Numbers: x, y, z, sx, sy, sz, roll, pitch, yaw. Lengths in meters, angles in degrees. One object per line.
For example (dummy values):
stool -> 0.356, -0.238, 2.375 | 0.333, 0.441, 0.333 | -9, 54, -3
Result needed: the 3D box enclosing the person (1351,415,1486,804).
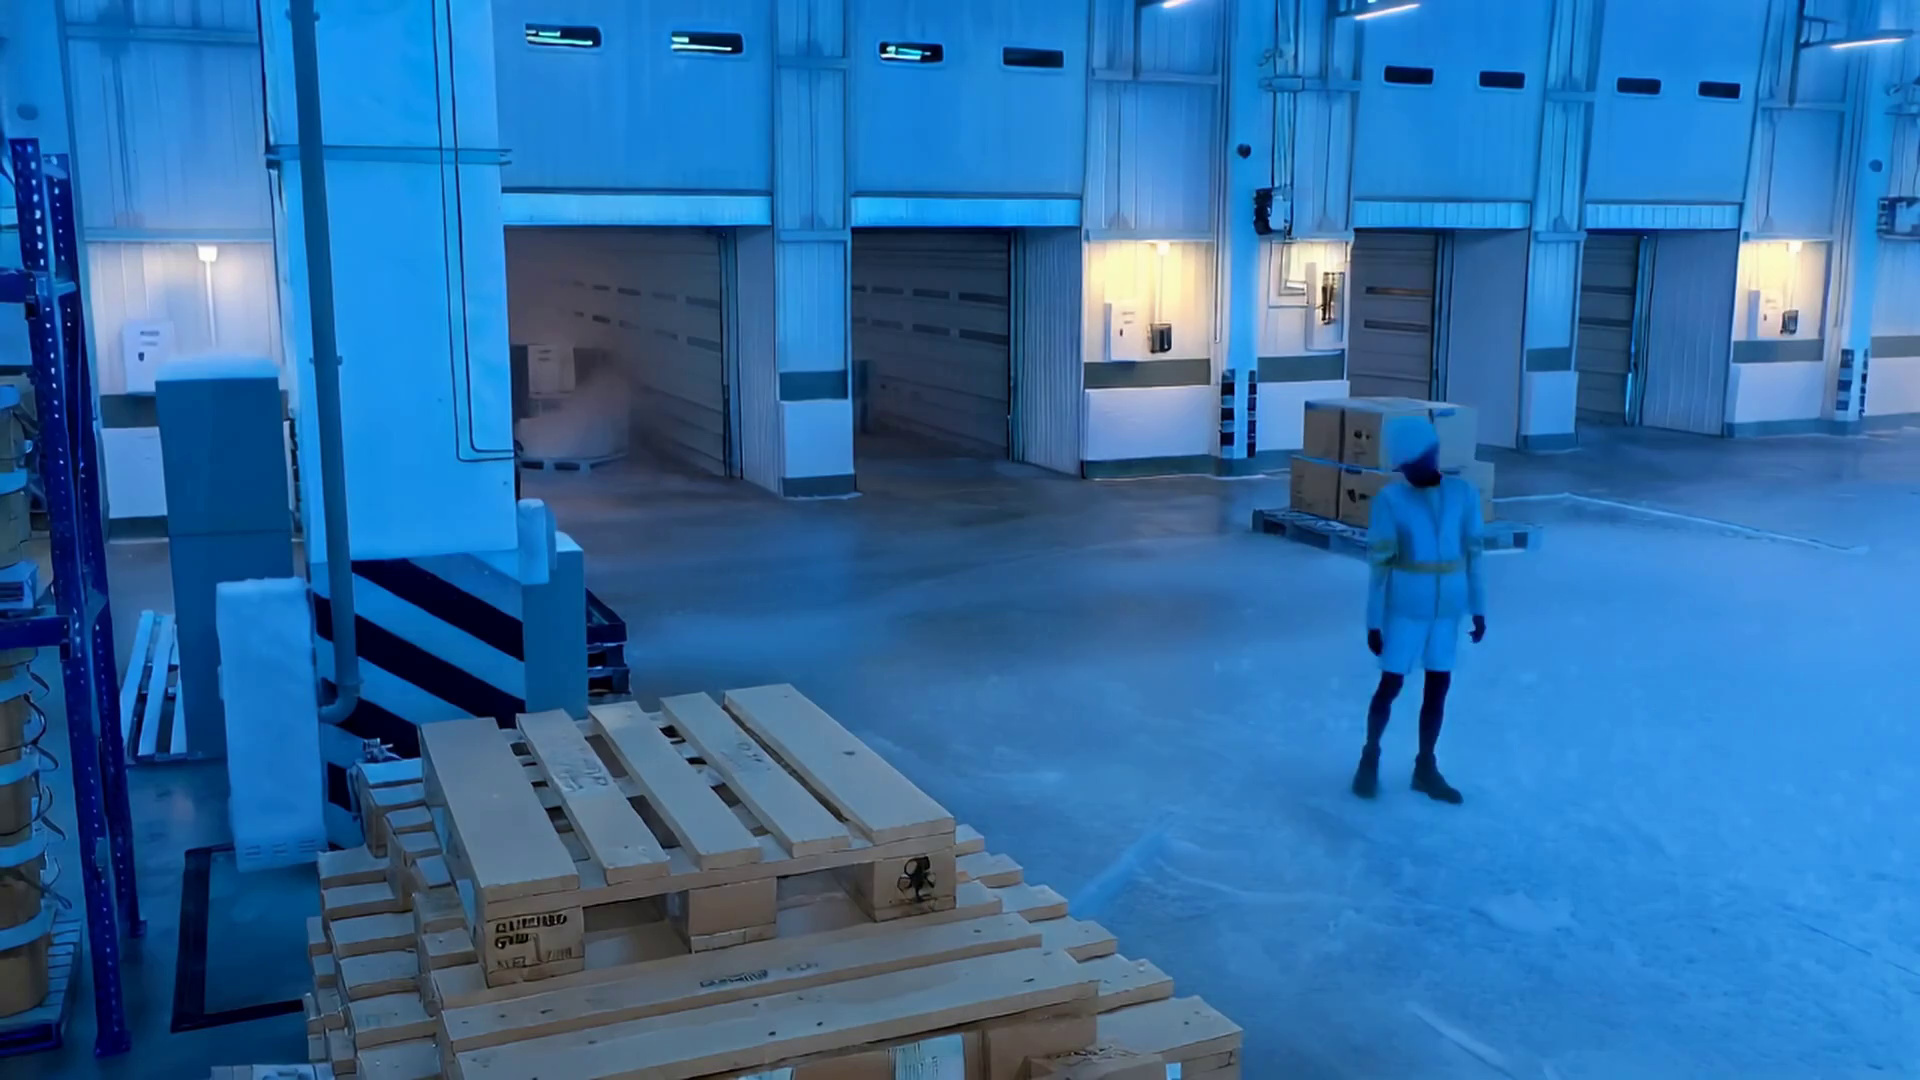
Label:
person -> 2.220, 0.337, 8.076 | 0.627, 1.892, 0.416 | -1, 10, -8
